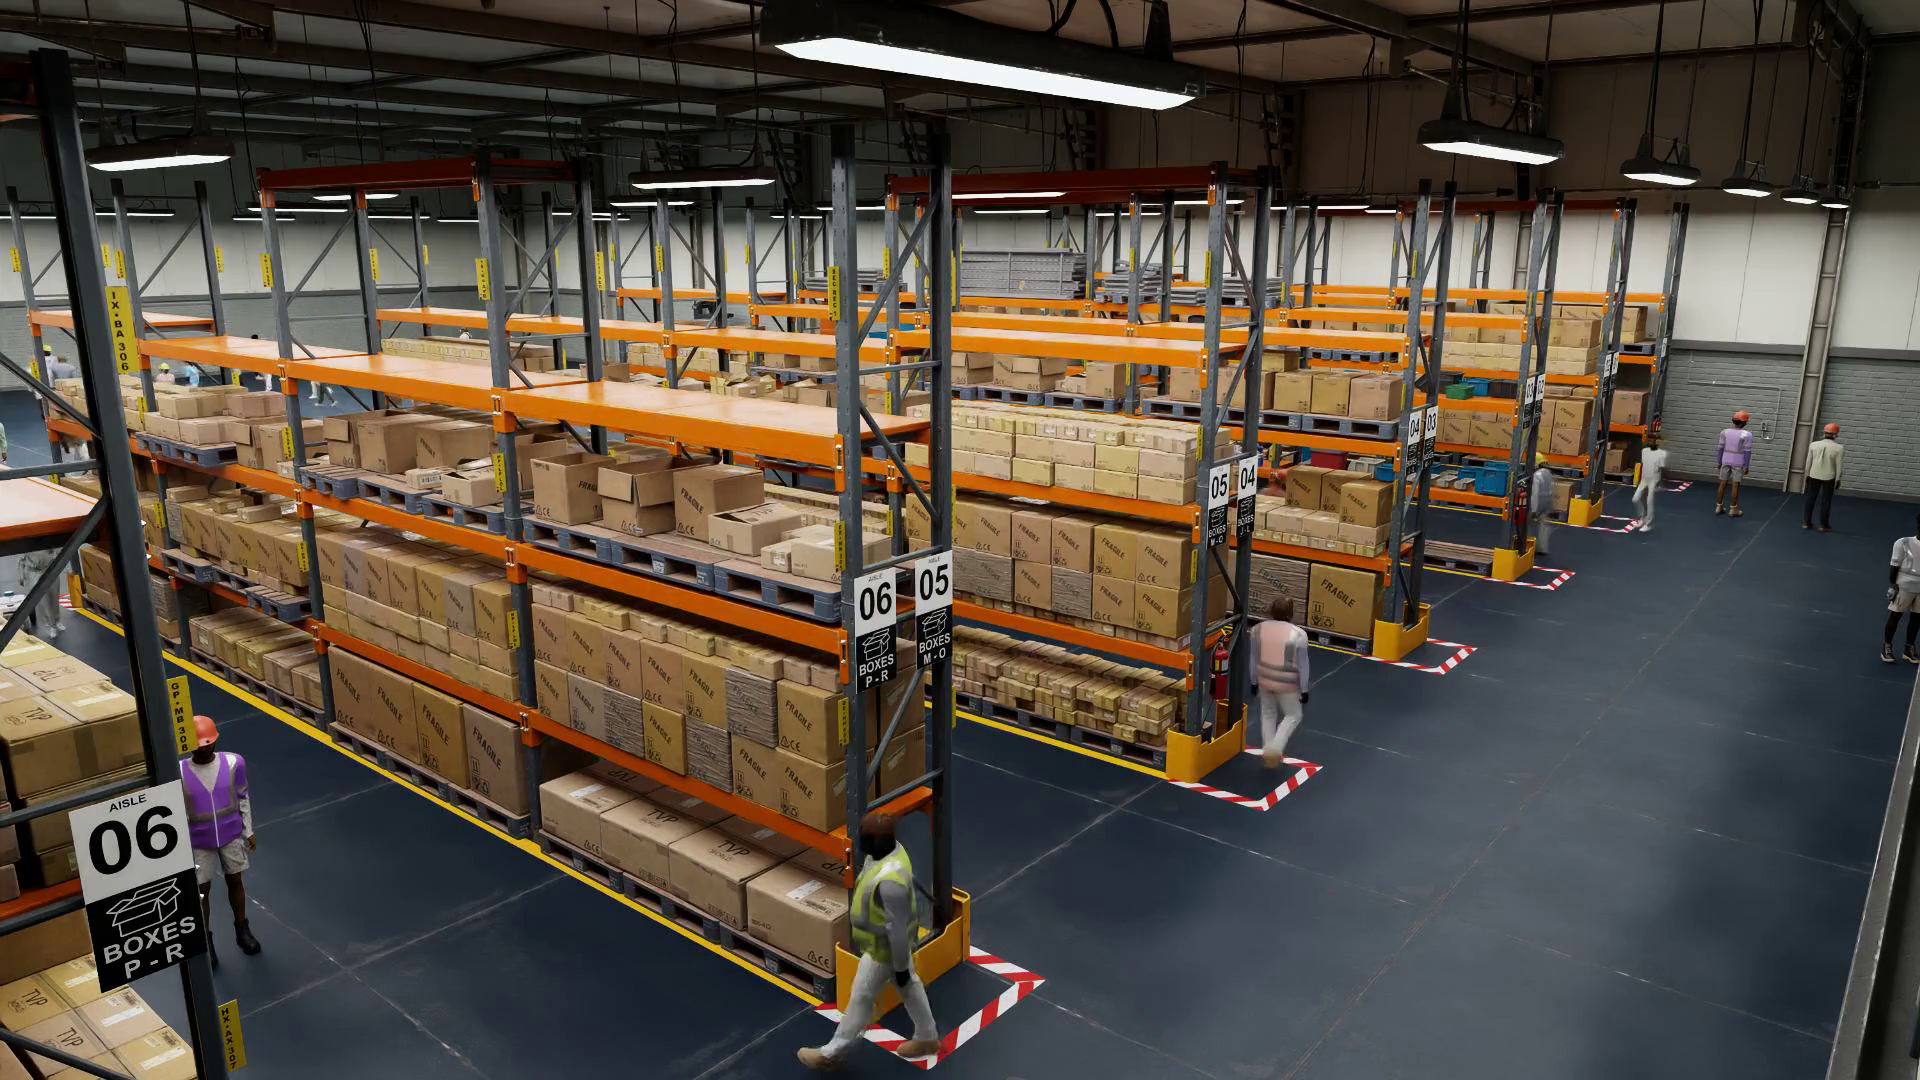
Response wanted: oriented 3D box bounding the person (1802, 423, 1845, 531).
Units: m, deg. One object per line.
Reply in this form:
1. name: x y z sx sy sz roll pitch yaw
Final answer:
1. person: 16.003 -1.177 23.319 0.401 1.990 0.622 -9 16 -32

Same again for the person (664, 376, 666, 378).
1. person: -9.375 -5.105 39.991 0.533 1.755 0.389 -11 18 -39

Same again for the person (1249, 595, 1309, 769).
1. person: 3.235 1.462 12.802 0.649 1.828 0.462 12 18 40

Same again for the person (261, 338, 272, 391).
1. person: -24.178 -6.099 43.872 0.663 1.864 0.988 -3 14 -12

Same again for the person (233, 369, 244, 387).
1. person: -25.179 -5.993 43.826 0.343 1.673 0.616 -8 16 -31

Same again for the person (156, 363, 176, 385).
1. person: -23.060 -4.284 36.604 0.678 1.743 0.534 8 16 30

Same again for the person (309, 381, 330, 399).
1. person: -21.533 -5.564 42.147 0.517 1.613 0.614 11 17 38

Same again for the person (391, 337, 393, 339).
1. person: -19.815 -6.169 44.143 0.582 1.866 0.666 2 14 6

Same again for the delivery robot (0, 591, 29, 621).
1. delivery robot: -13.147 0.950 17.458 0.477 0.478 0.707 -10 17 -35

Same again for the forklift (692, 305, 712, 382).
1. forklift: -9.511 -7.392 47.124 1.873 2.768 1.129 11 17 38

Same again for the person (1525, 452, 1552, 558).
1. person: 9.721 -0.597 21.310 0.623 1.801 0.627 -11 17 -37

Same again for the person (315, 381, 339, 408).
1. person: -20.118 -5.097 39.850 0.949 1.810 0.517 4 14 15

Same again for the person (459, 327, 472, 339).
1. person: -19.022 -7.265 48.352 0.535 2.000 0.674 0 14 -1

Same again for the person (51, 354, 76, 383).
1. person: -26.507 -4.551 37.365 0.621 1.907 0.685 -6 15 -23

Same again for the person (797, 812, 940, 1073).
1. person: -0.568 2.605 8.181 0.967 1.790 0.633 -1 14 -4

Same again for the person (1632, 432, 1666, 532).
1. person: 12.647 -1.054 23.106 0.427 1.845 0.545 -6 15 -25

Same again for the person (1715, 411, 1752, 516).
1. person: 15.086 -1.501 24.545 0.389 2.045 0.606 -7 15 -28

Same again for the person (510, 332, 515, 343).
1. person: -17.753 -7.398 49.689 0.736 1.609 0.504 8 16 29

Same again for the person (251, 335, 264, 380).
1. person: -26.522 -6.894 47.468 0.322 1.689 0.530 -11 17 -38

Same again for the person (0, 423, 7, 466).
1. person: -20.065 -1.823 26.067 0.605 1.948 0.391 -2 14 -10

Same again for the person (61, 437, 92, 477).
1. person: -19.128 -2.048 27.249 0.760 1.820 0.621 5 14 18

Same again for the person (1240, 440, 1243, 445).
1. person: 6.794 -2.690 29.921 0.433 1.814 0.595 10 17 35

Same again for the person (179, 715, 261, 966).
1. person: -5.582 2.225 9.435 0.542 1.939 0.369 -12 18 -41

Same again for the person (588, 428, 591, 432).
1. person: -10.206 -3.810 34.899 0.313 1.634 0.512 5 15 21

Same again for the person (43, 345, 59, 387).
1. person: -29.244 -5.312 40.495 0.598 1.905 0.610 8 16 30

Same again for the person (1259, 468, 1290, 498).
1. person: 4.732 -0.131 19.110 0.687 1.944 0.520 13 18 42

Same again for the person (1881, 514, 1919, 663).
1. person: 12.167 0.602 16.056 0.603 1.966 0.368 2 14 9

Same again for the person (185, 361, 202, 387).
1. person: -23.948 -4.897 39.331 0.862 1.654 0.543 -2 14 -7

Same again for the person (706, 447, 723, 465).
1. person: -4.316 -0.856 22.172 0.622 1.906 0.442 -11 17 -37

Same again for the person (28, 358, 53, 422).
1. person: -27.094 -4.468 37.110 0.991 1.880 0.562 10 17 36

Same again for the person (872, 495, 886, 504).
1. person: -1.237 0.119 18.813 0.521 1.597 0.798 -3 14 -12

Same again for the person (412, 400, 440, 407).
1. person: -12.840 -2.845 30.397 0.663 1.892 0.448 -6 15 -22

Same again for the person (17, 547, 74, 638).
1. person: -12.422 0.478 17.128 0.833 1.689 0.572 11 18 39
